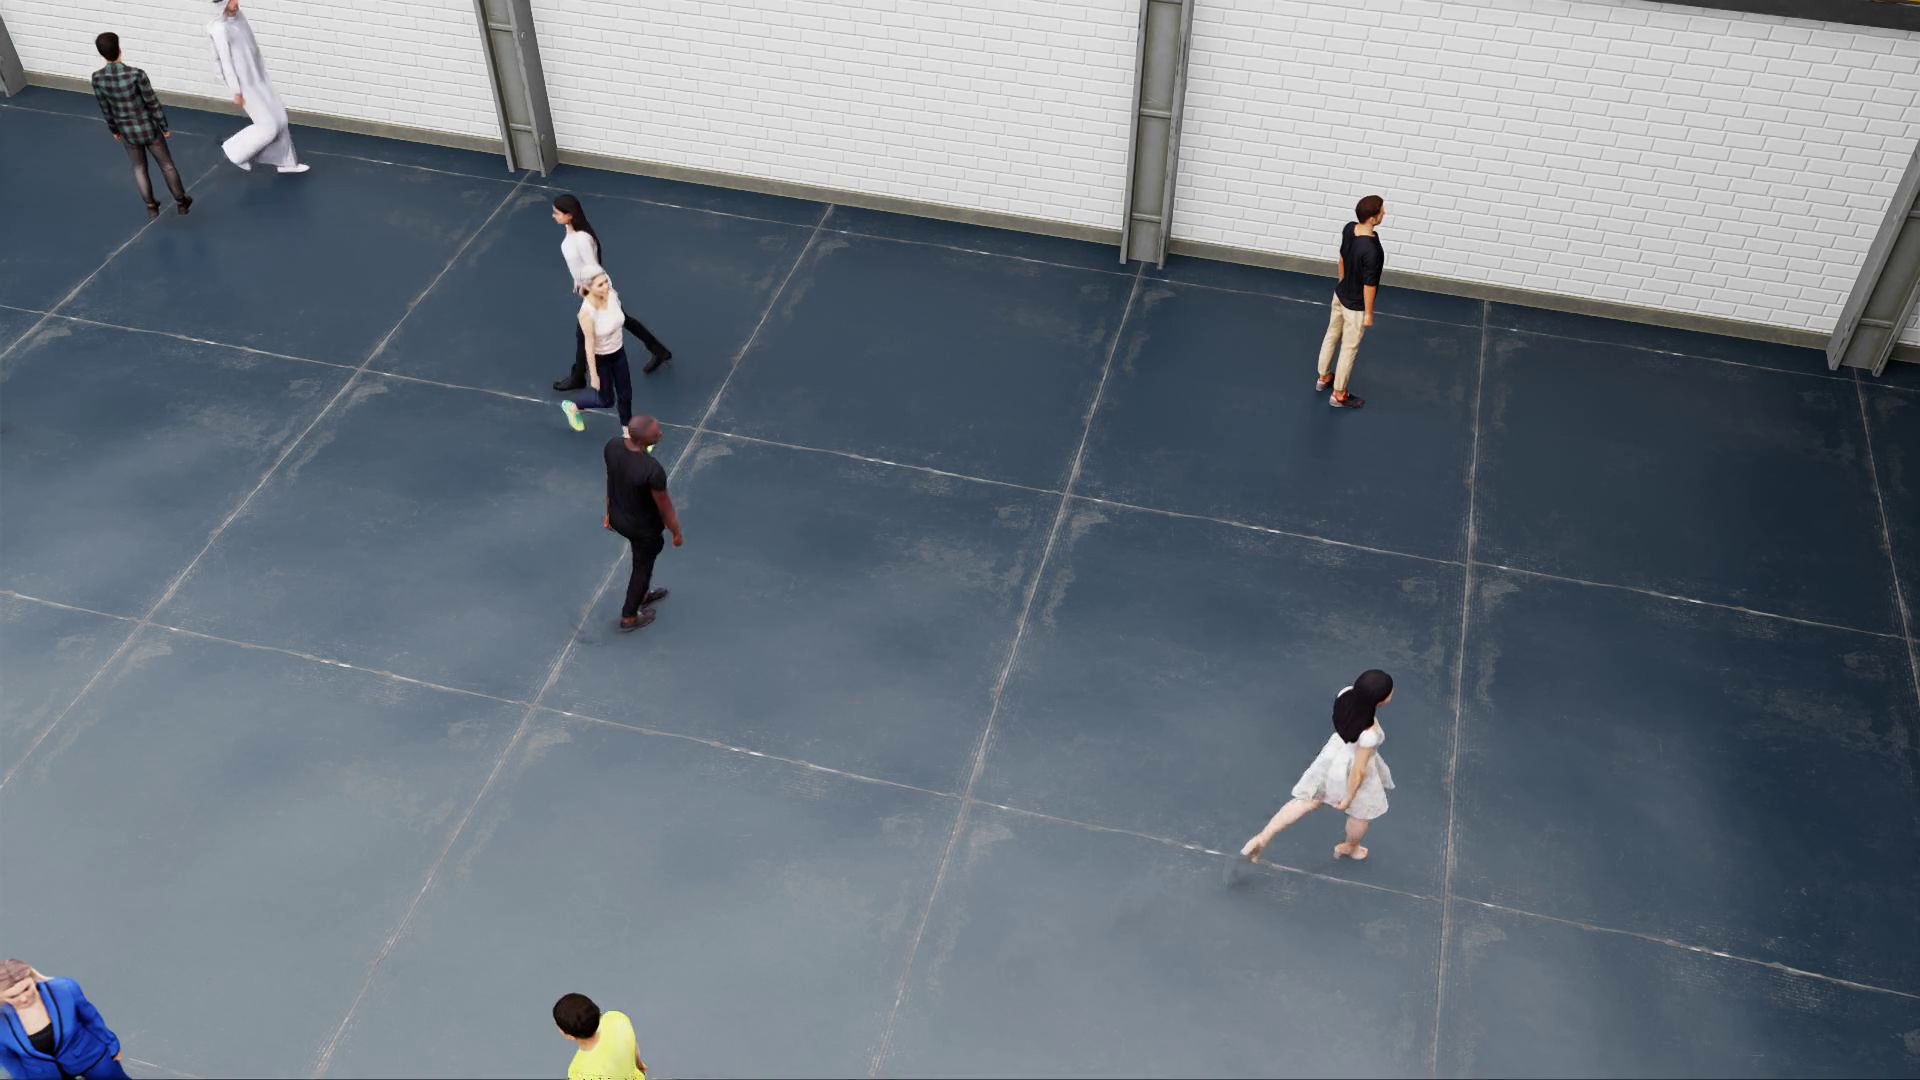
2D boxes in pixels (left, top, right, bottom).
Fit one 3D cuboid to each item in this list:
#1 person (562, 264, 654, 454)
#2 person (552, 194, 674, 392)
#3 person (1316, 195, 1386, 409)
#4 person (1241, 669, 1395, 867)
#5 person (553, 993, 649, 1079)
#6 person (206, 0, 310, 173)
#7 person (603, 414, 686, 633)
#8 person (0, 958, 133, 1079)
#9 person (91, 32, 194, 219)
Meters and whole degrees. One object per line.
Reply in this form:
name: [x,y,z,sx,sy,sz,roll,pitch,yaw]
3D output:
person: [-2.743,-1.380,12.553,0.993,1.685,0.683,17,46,17]
person: [-2.768,-1.944,13.094,1.296,1.754,1.081,-13,45,-13]
person: [3.054,-1.870,12.940,0.717,1.859,0.716,-12,45,-13]
person: [2.132,1.377,9.614,1.179,1.745,0.993,-12,45,-12]
person: [-1.611,2.776,8.184,0.741,1.693,0.653,7,44,7]
person: [-6.658,-4.226,15.377,1.008,1.910,0.815,1,44,1]
person: [-2.210,-0.079,11.117,0.845,1.781,0.909,29,51,27]
person: [-4.478,2.611,8.353,0.698,1.698,0.752,-23,48,-23]
person: [-7.254,-3.655,14.678,0.668,1.706,0.787,-7,44,-7]
